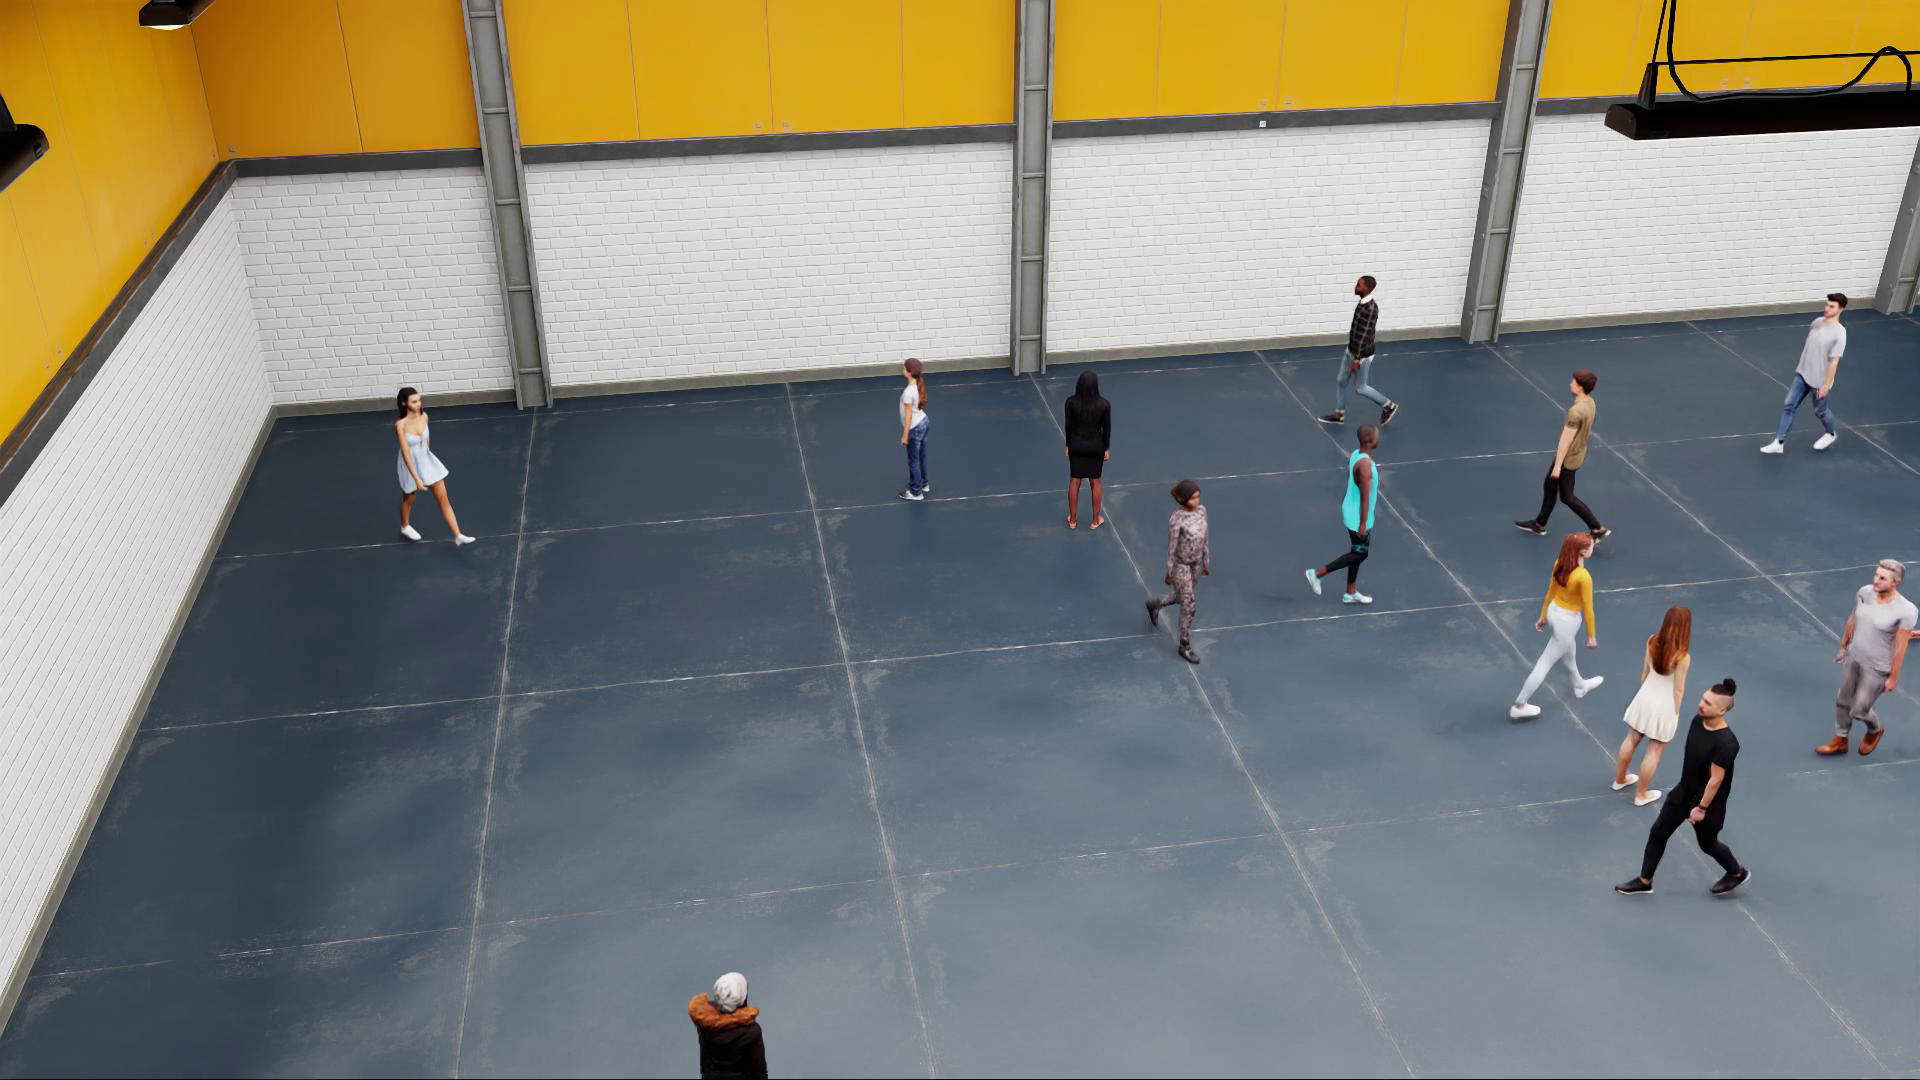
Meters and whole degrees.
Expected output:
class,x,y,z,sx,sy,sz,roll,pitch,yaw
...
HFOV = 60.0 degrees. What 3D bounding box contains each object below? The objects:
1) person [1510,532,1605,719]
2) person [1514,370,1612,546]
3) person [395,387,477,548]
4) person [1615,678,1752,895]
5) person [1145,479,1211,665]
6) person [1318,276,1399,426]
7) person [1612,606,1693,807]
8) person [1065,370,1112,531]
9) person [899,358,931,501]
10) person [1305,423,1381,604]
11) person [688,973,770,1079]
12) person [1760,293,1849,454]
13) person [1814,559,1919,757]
class,x,y,z,sx,sy,sz,roll,pitch,yaw
person,4.891,0.750,13.714,1.198,1.690,0.711,-9,30,-15
person,6.077,-0.770,16.361,1.243,1.825,1.153,17,33,28
person,-5.412,-0.694,16.380,1.183,1.673,1.081,16,33,27
person,5.277,1.795,11.664,1.174,1.821,0.676,-4,29,-7
person,1.939,0.215,14.695,1.030,1.692,0.935,-20,34,-32
person,4.621,-2.103,18.835,1.121,1.797,0.752,-1,29,-2
person,5.342,1.261,12.759,0.585,1.709,0.598,-11,31,-19
person,1.274,-0.918,16.742,0.559,1.721,0.733,4,29,8
person,-0.467,-1.180,17.388,0.676,1.562,0.636,13,31,22
person,3.577,-0.210,15.371,0.962,1.789,0.792,3,29,5
person,-1.320,3.126,9.435,0.914,1.618,0.916,11,30,19
person,9.447,-1.794,18.214,1.232,1.849,0.821,-10,30,-18
person,7.293,0.958,13.204,0.806,1.815,0.768,-10,30,-17
